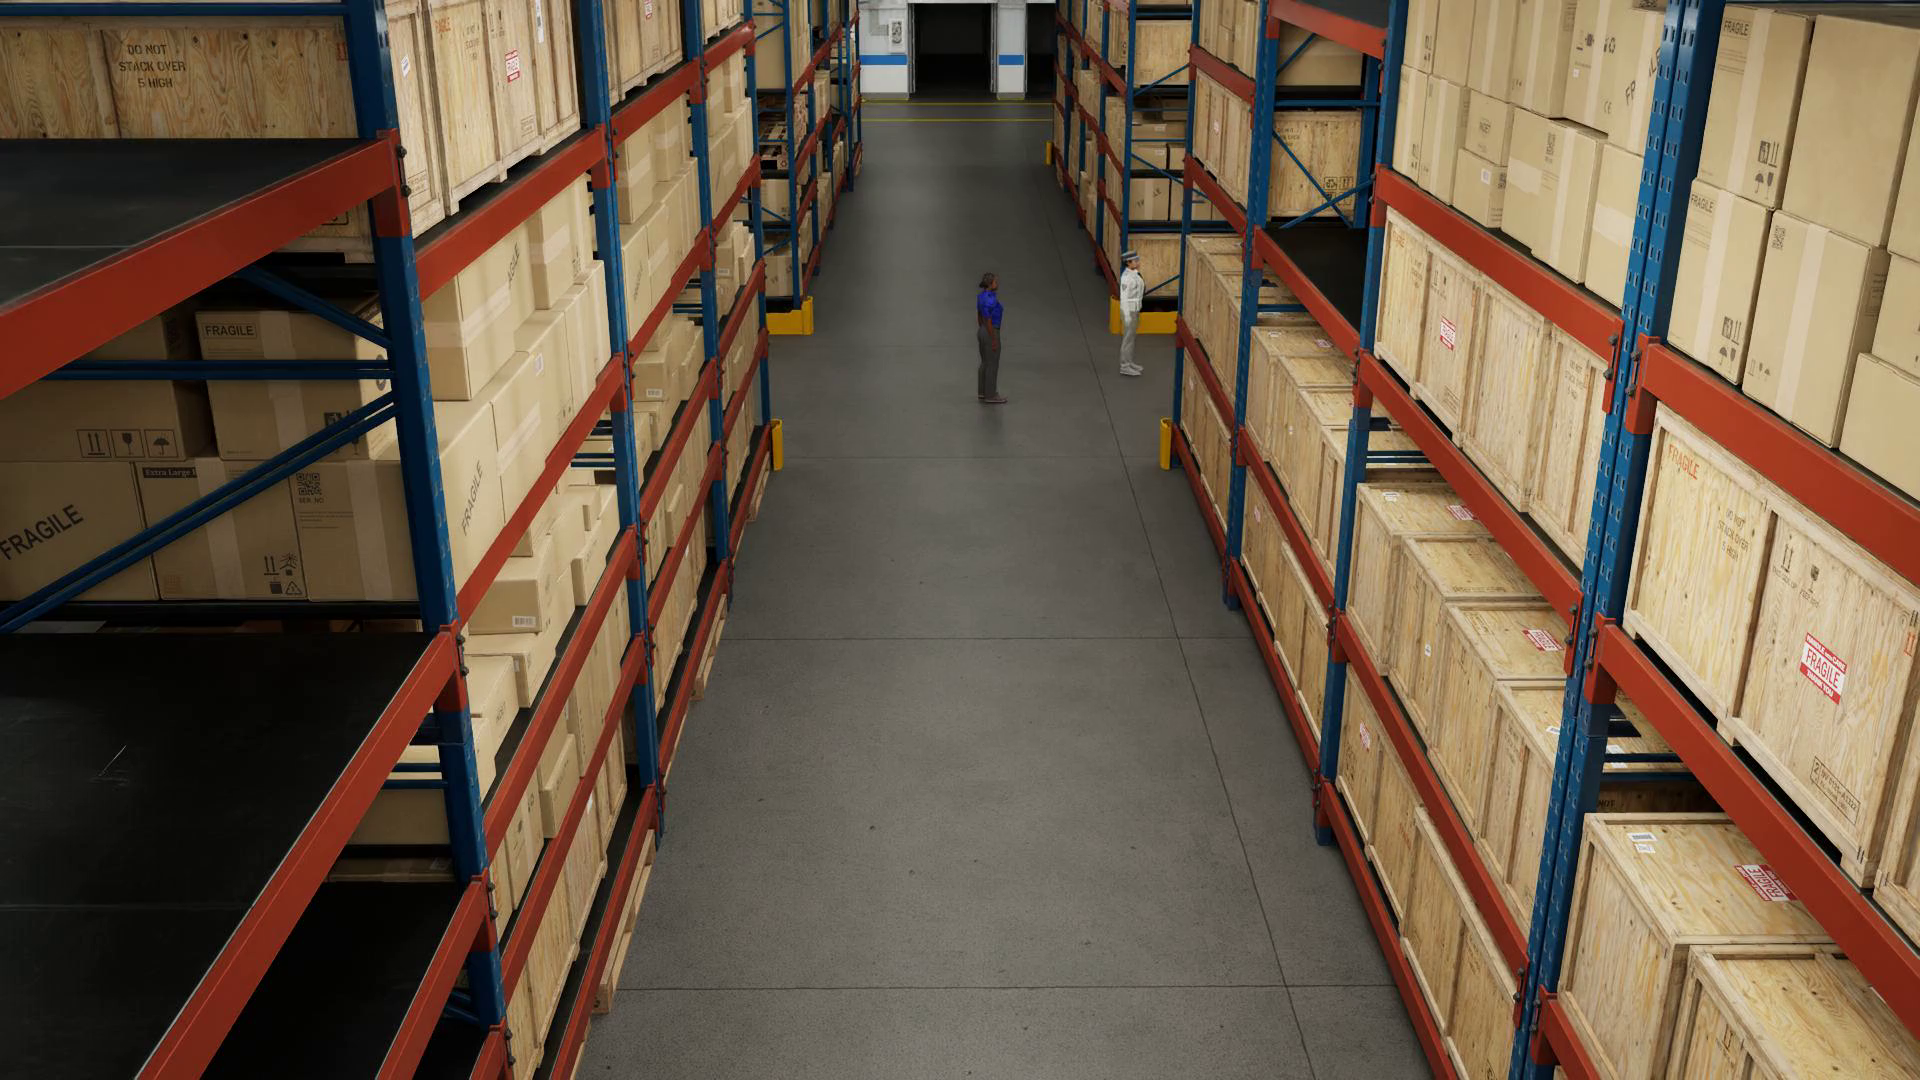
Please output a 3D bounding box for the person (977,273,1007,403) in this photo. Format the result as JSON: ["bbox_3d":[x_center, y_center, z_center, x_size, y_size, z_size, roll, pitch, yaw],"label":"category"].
[{"bbox_3d":[0.400,-2.594,21.239,0.341,1.659,0.439,-7,23,-18],"label":"person"}]

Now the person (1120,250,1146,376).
[{"bbox_3d":[2.312,-3.078,22.416,0.360,1.691,0.475,5,22,14],"label":"person"}]
